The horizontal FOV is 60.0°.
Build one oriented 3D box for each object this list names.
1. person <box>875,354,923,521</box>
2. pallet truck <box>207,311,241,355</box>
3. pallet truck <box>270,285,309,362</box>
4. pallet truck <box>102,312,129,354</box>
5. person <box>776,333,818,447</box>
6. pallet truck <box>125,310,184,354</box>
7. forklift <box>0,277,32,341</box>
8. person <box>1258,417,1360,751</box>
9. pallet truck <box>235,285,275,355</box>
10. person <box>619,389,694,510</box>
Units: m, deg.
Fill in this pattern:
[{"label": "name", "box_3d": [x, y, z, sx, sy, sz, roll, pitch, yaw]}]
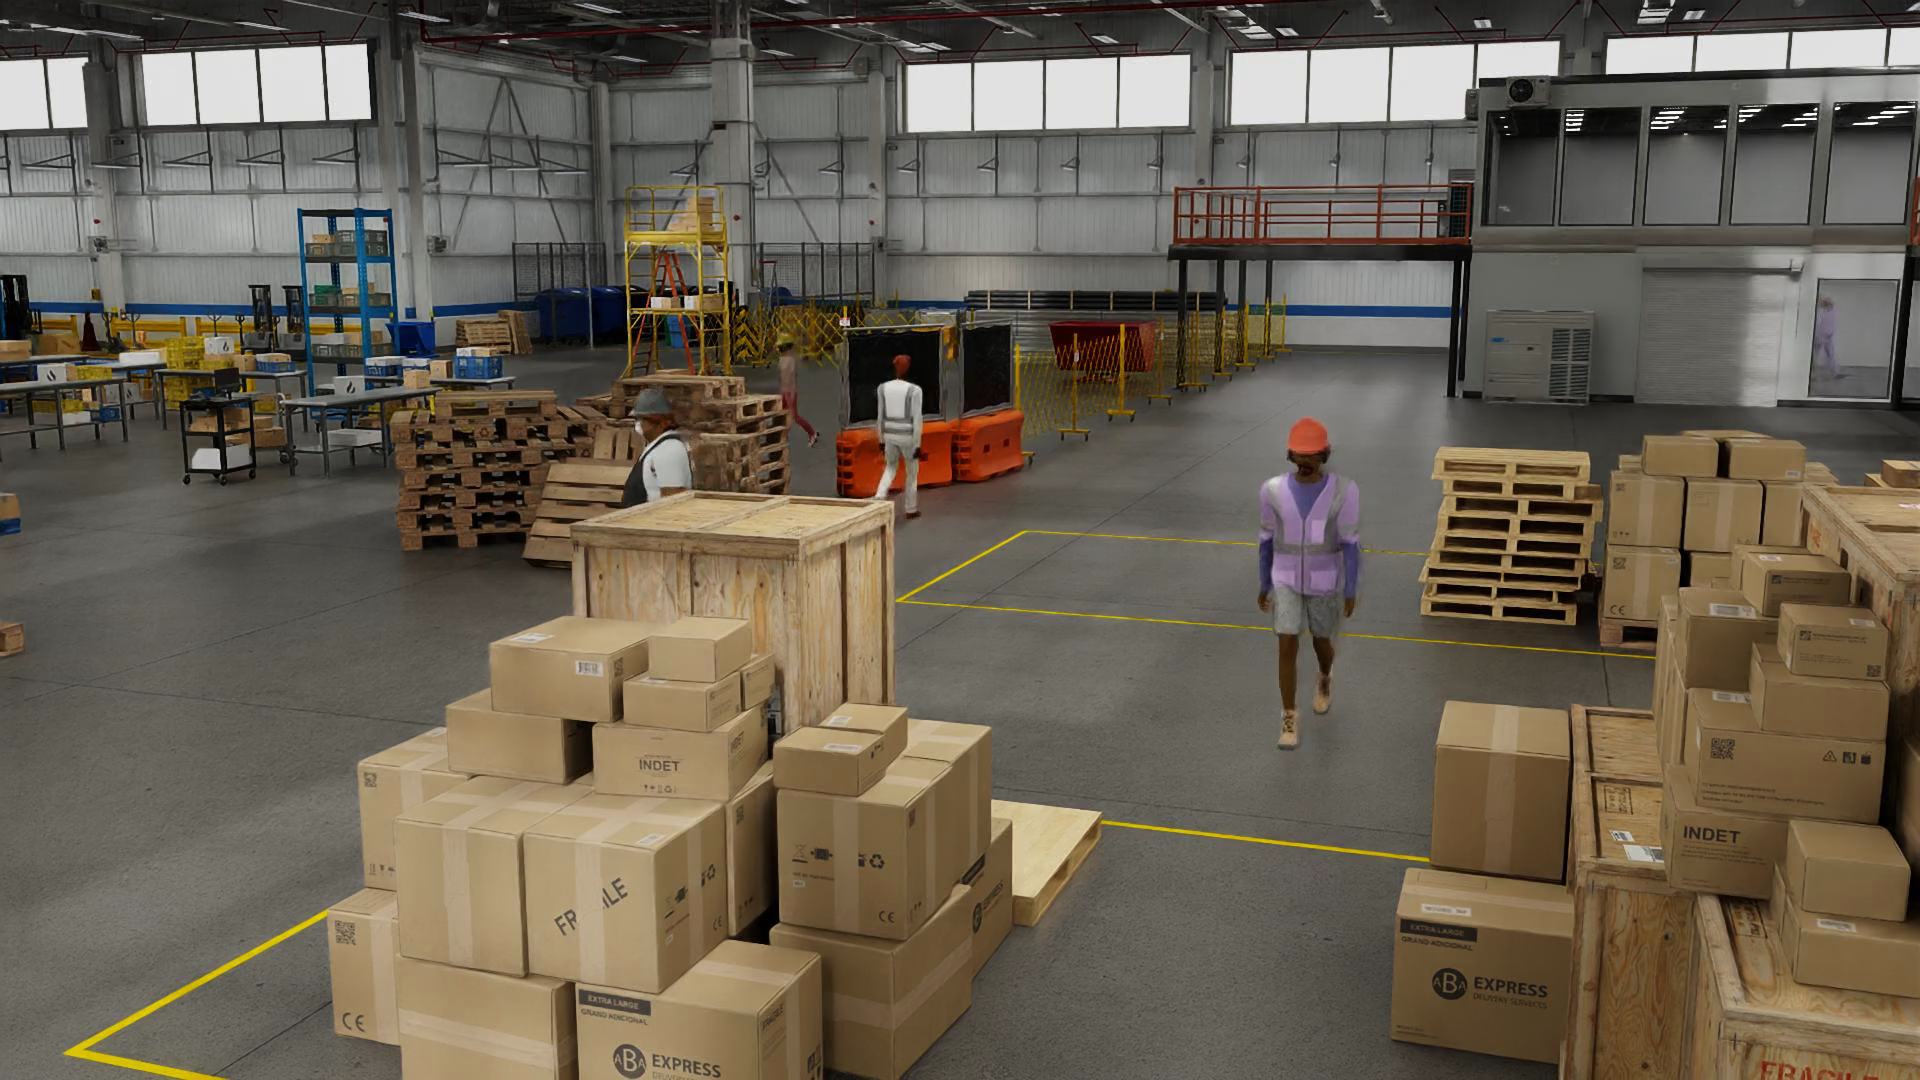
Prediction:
[{"label": "person", "box_3d": [-0.676, -1.092, 18.106, 0.584, 1.861, 0.759, 5, 11, 26]}, {"label": "pallet truck", "box_3d": [-19.537, -5.575, 44.913, 0.653, 1.274, 1.630, 3, 11, 19]}, {"label": "pallet truck", "box_3d": [-17.147, -5.700, 43.663, 0.823, 1.965, 1.885, 3, 11, 17]}, {"label": "pallet truck", "box_3d": [-23.057, -5.777, 46.261, 0.680, 1.201, 1.601, 3, 11, 19]}, {"label": "person", "box_3d": [-2.499, -2.201, 24.671, 0.737, 1.739, 0.531, -7, 12, -33]}, {"label": "pallet truck", "box_3d": [-22.038, -5.665, 45.457, 0.704, 1.261, 1.522, 3, 11, 17]}, {"label": "forklift", "box_3d": [-27.151, -6.329, 46.328, 1.157, 1.987, 2.680, 3, 11, 17]}, {"label": "person", "box_3d": [2.156, 0.224, 10.285, 0.613, 2.014, 0.930, 3, 11, 18]}, {"label": "pallet truck", "box_3d": [-18.327, -5.835, 44.421, 0.823, 1.965, 1.885, 4, 11, 23]}, {"label": "person", "box_3d": [-2.239, -0.094, 11.970, 0.692, 2.000, 0.703, -2, 10, -11]}]
